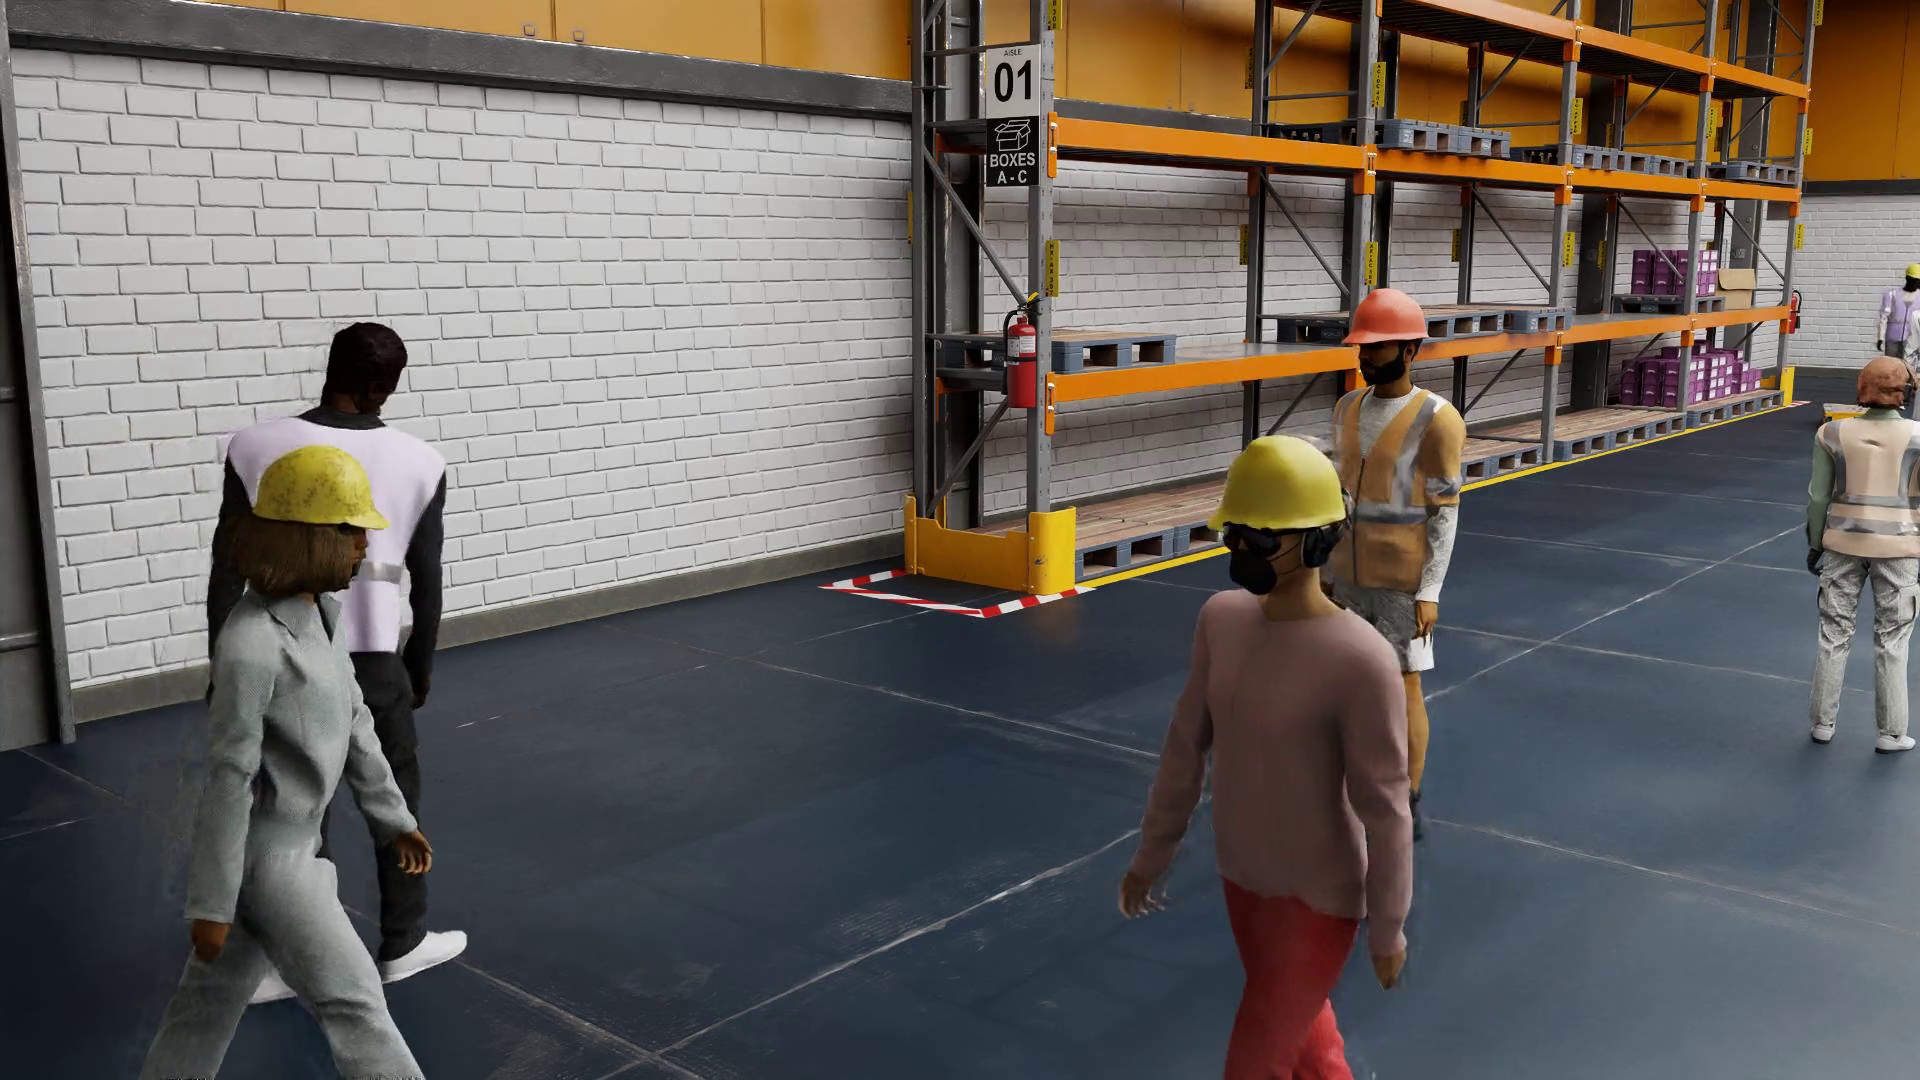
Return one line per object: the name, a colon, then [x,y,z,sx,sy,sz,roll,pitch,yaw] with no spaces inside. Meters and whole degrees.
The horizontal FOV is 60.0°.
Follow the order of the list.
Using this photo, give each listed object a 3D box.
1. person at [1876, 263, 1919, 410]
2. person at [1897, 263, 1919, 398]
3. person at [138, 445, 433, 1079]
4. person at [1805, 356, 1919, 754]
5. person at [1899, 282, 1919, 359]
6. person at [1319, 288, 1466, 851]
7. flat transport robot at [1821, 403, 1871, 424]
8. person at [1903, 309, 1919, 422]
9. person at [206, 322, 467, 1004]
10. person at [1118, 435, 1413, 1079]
person: [12.253,-2.654,21.624,0.596,1.894,0.864,5,11,25]
person: [13.193,-2.947,23.269,0.780,1.911,0.644,9,13,41]
person: [-1.366,0.647,3.422,0.972,1.680,0.479,-2,10,-11]
person: [3.762,0.063,6.867,0.514,1.640,0.309,8,13,40]
person: [12.794,-2.642,22.149,0.549,1.681,0.600,5,11,25]
person: [1.448,0.110,5.749,0.355,1.939,0.543,-8,12,-37]
flat transport robot: [10.343,-1.423,19.213,0.652,0.197,1.431,5,11,25]
person: [8.141,-1.278,13.803,0.585,1.882,0.343,5,11,25]
person: [-1.765,0.348,4.609,0.732,1.870,0.384,-7,12,-34]
person: [0.525,0.672,3.150,0.864,1.731,0.533,-5,11,-25]
